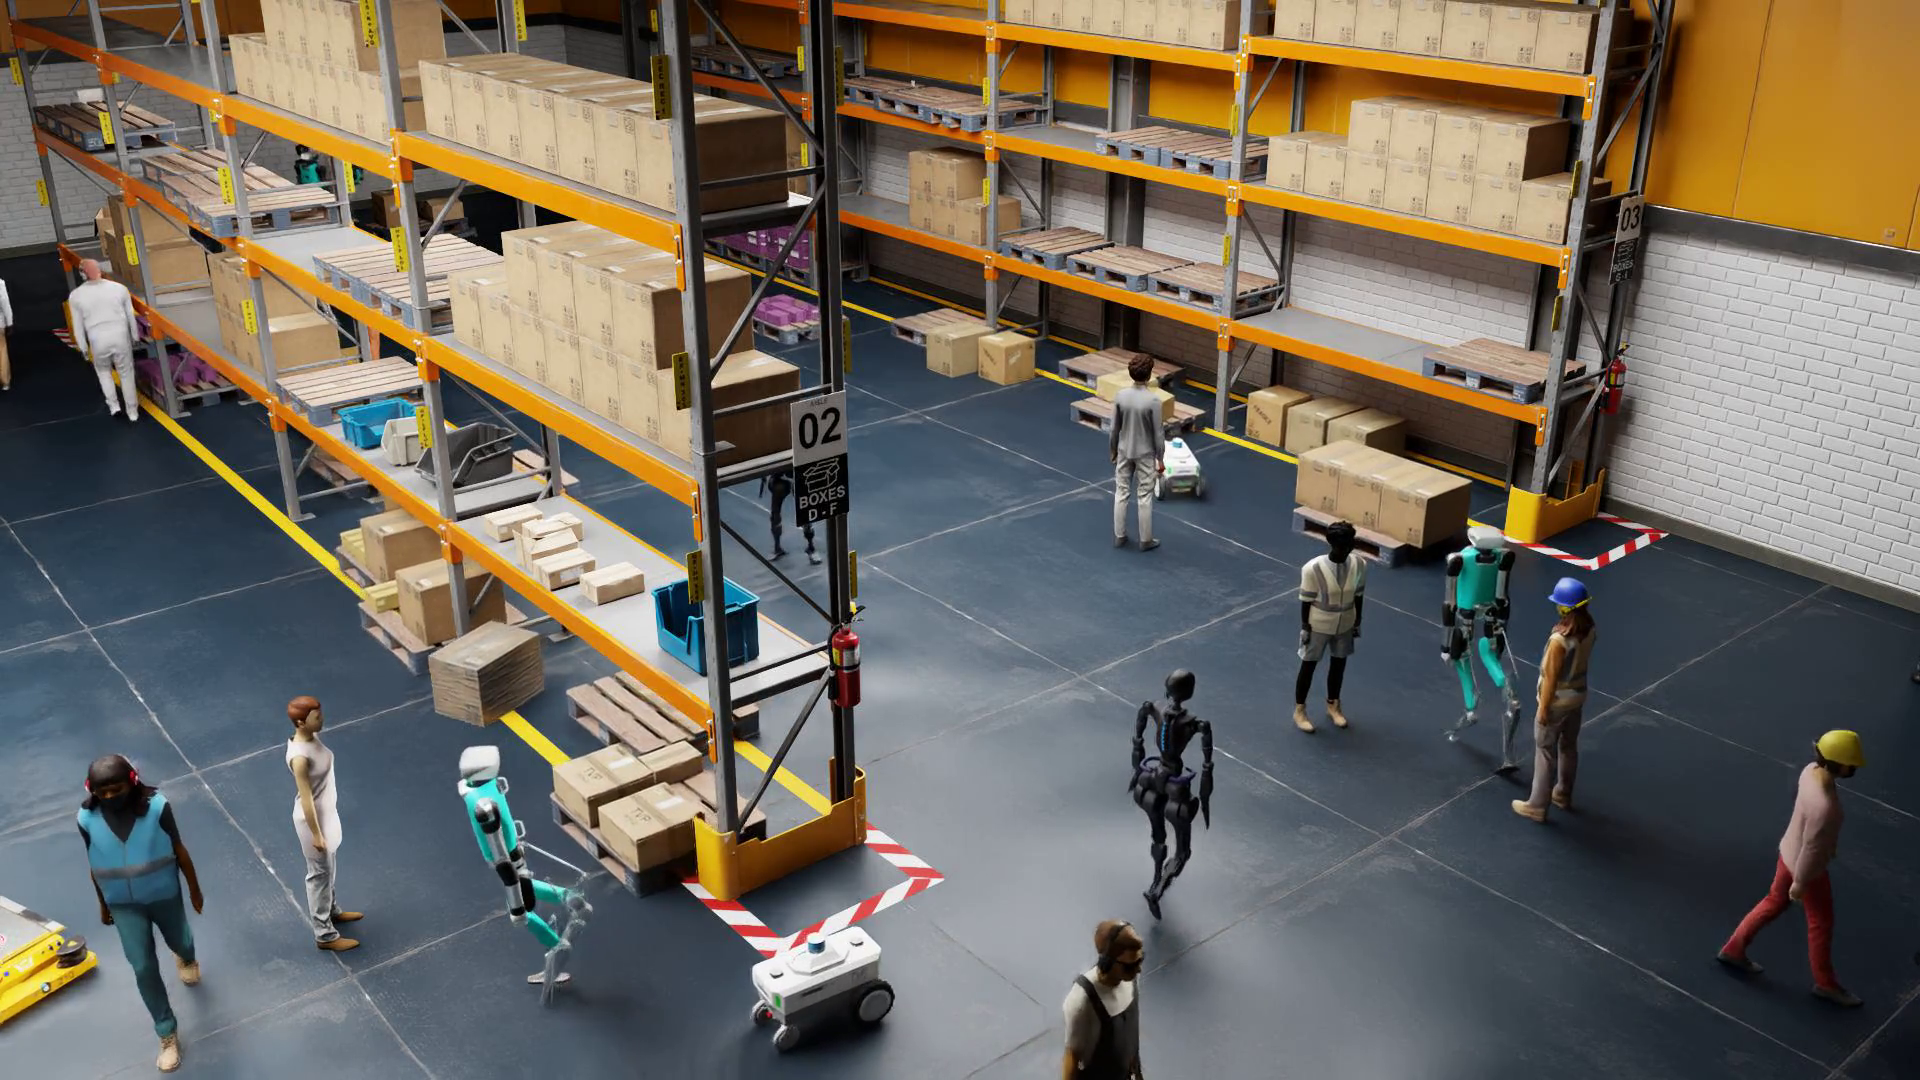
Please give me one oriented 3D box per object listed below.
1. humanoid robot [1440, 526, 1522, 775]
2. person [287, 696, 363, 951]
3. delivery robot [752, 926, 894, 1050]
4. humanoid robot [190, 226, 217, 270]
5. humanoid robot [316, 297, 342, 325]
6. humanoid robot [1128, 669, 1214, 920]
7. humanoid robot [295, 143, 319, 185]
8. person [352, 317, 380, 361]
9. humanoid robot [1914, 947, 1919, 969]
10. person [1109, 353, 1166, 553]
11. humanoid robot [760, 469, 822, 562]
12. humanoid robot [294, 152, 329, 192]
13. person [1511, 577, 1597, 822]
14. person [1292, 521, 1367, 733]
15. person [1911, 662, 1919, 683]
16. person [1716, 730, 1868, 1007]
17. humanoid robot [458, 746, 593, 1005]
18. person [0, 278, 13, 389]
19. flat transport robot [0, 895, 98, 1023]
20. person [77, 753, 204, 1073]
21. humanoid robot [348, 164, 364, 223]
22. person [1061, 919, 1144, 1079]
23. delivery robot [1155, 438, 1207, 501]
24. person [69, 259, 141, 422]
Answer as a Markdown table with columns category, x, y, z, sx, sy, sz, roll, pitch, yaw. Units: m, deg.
| category | x | y | z | sx | sy | sz | roll | pitch | yaw |
| --- | --- | --- | --- | --- | --- | --- | --- | --- | --- |
| humanoid robot | 3.816 | 0.862 | 11.853 | 0.542 | 1.775 | 0.978 | -6 | 24 | -14 |
| person | -3.845 | 1.682 | 9.992 | 0.270 | 1.657 | 0.458 | -5 | 24 | -11 |
| delivery robot | -0.781 | 2.510 | 9.493 | 0.789 | 0.613 | 0.499 | -15 | 27 | -30 |
| humanoid robot | -11.038 | -4.441 | 24.184 | 0.699 | 1.622 | 0.616 | 2 | 23 | 6 |
| humanoid robot | -8.663 | -3.830 | 22.674 | 0.759 | 1.780 | 0.568 | 10 | 25 | 21 |
| humanoid robot | 1.249 | 1.552 | 10.280 | 0.589 | 1.647 | 0.531 | 15 | 28 | 31 |
| humanoid robot | -10.462 | -5.594 | 26.886 | 0.613 | 1.628 | 0.787 | 11 | 26 | 24 |
| person | -7.179 | -2.740 | 20.114 | 0.499 | 1.759 | 0.339 | 14 | 27 | 30 |
| humanoid robot | 5.498 | 2.145 | 8.925 | 0.599 | 1.647 | 0.542 | 6 | 24 | 13 |
| person | 1.638 | -0.800 | 15.443 | 0.547 | 1.897 | 0.374 | 11 | 26 | 24 |
| humanoid robot | -1.546 | -0.569 | 15.176 | 0.599 | 1.640 | 0.374 | 6 | 24 | 14 |
| humanoid robot | -9.838 | -5.181 | 25.825 | 0.547 | 1.742 | 1.044 | 9 | 25 | 19 |
| person | 4.050 | 1.074 | 11.260 | 0.481 | 1.773 | 0.331 | -16 | 28 | -33 |
| person | 2.755 | 0.634 | 12.384 | 0.535 | 1.693 | 0.320 | -6 | 24 | -13 |
| person | 7.805 | 0.261 | 12.961 | 0.547 | 1.923 | 0.385 | 15 | 27 | 30 |
| person | 4.882 | 1.836 | 9.533 | 0.779 | 1.731 | 0.526 | 6 | 24 | 14 |
| humanoid robot | -2.348 | 1.957 | 9.384 | 0.773 | 1.879 | 0.564 | -9 | 25 | -21 |
| person | -11.582 | -2.595 | 19.793 | 0.573 | 1.737 | 0.589 | -14 | 27 | -30 |
| flat transport robot | -5.936 | 2.443 | 9.987 | 1.431 | 0.231 | 0.659 | 13 | 26 | 27 |
| person | -4.490 | 1.929 | 9.209 | 0.525 | 1.839 | 0.883 | -9 | 25 | -19 |
| humanoid robot | -10.392 | -6.211 | 28.208 | 0.788 | 1.798 | 0.539 | -1 | 23 | -2 |
| person | 0.682 | 2.544 | 7.775 | 0.434 | 1.830 | 0.525 | 19 | 29 | 36 |
| delivery robot | 2.214 | -0.745 | 16.998 | 0.499 | 0.587 | 0.781 | -2 | 23 | -5 |
| person | -9.634 | -2.254 | 18.831 | 0.659 | 1.882 | 0.472 | -13 | 26 | -27 |
